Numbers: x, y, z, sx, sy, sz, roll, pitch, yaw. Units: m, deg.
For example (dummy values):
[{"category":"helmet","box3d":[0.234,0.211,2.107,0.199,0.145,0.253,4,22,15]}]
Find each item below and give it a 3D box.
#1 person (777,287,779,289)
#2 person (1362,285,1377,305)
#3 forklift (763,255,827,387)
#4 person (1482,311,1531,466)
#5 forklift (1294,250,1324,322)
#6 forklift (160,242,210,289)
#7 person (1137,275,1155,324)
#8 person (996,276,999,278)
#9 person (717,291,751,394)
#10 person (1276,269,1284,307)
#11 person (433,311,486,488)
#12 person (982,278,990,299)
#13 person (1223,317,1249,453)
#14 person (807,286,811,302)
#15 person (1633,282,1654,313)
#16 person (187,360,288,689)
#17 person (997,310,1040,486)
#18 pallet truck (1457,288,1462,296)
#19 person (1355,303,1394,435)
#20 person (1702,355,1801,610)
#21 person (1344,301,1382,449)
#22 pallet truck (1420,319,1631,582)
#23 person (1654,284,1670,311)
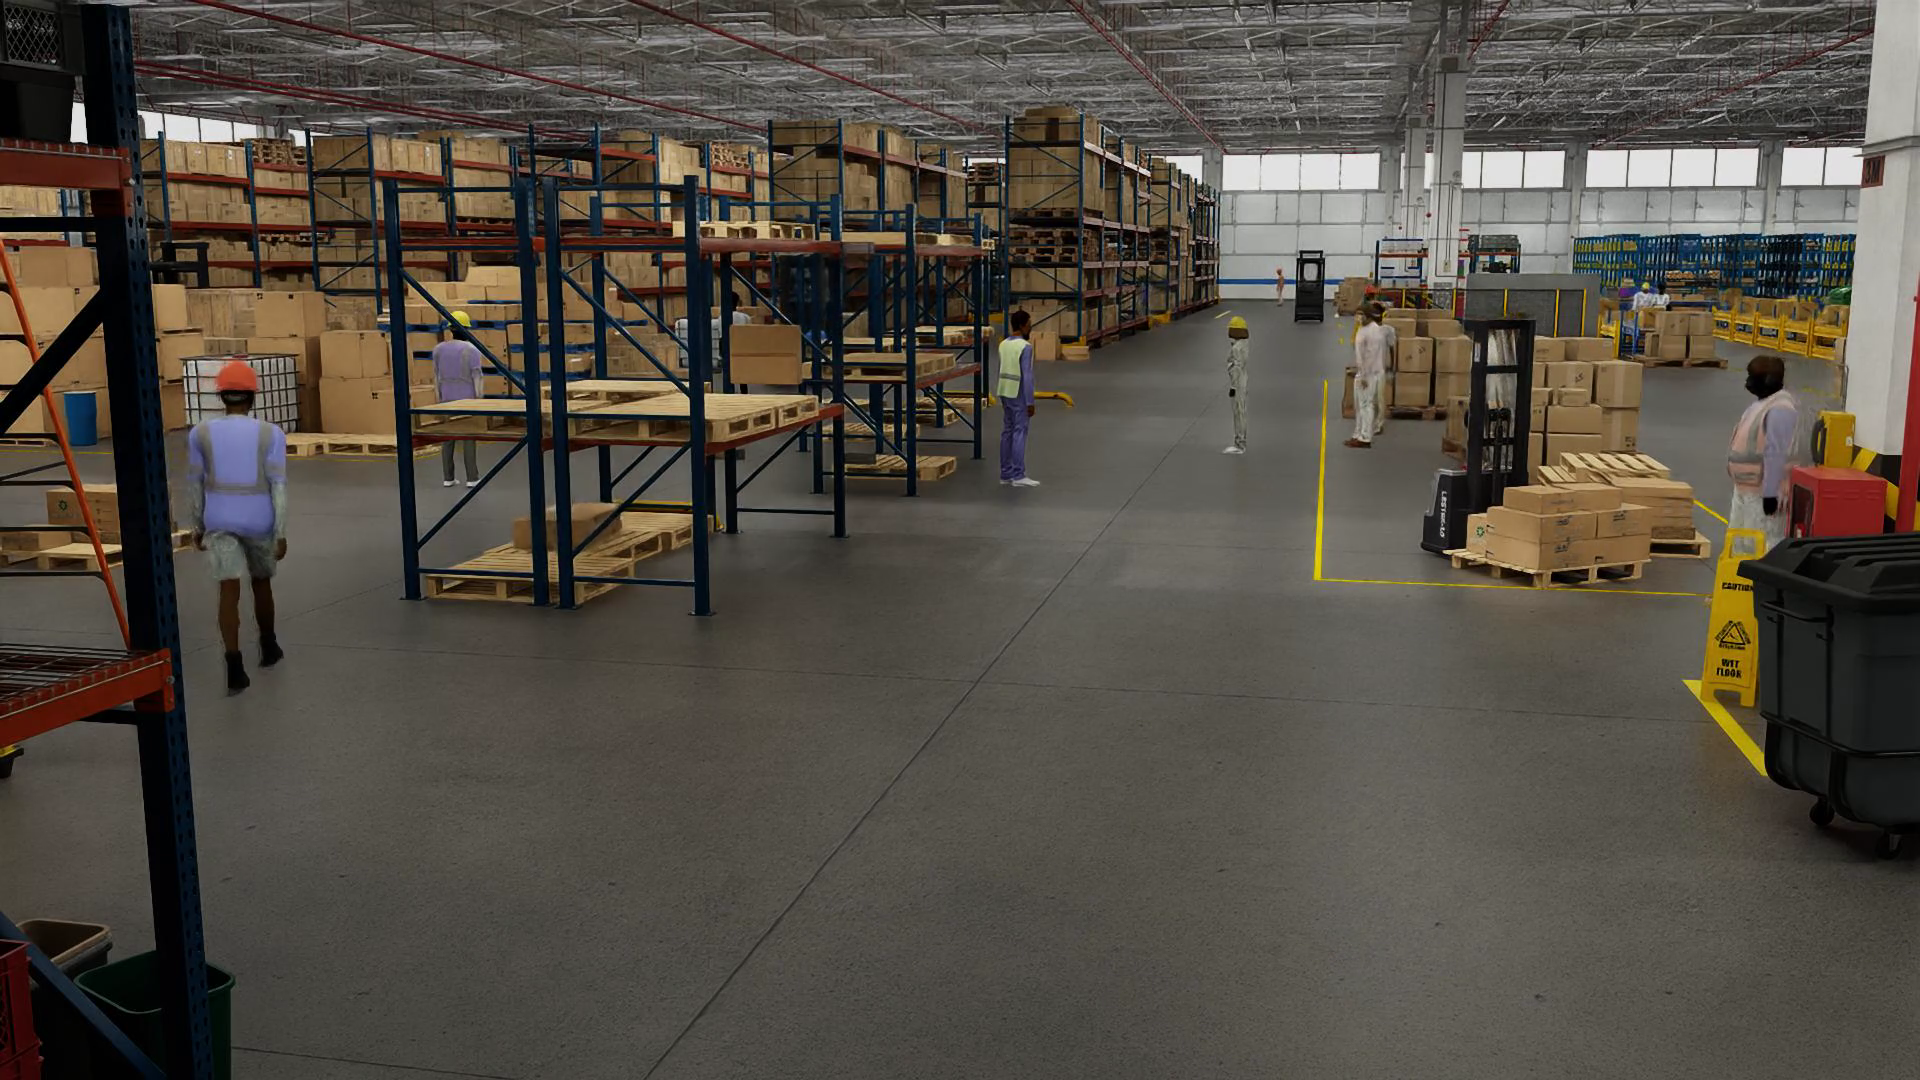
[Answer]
[{"category":"person","box3d":[-7.626,-10.229,70.464,0.281,1.633,0.500,3,10,20]},{"category":"person","box3d":[9.149,-4.688,36.859,0.873,1.908,0.553,2,10,9]},{"category":"forklift","box3d":[-3.074,-4.406,32.295,1.129,2.768,1.873,2,10,12]},{"category":"person","box3d":[5.924,-1.521,18.056,0.517,1.923,0.689,0,10,1]},{"category":"forklift","box3d":[13.778,-10.002,65.433,1.129,2.768,1.873,2,10,12]},{"category":"forklift","box3d":[-16.063,-4.810,34.690,1.129,2.768,1.873,2,10,12]},{"category":"person","box3d":[6.641,-8.591,59.921,0.626,1.920,0.646,0,10,-1]},{"category":"person","box3d":[2.086,-13.502,89.505,0.537,1.727,0.853,9,13,41]},{"category":"person","box3d":[-3.621,-2.987,26.598,0.367,1.966,0.607,9,13,44]},{"category":"person","box3d":[16.733,-13.216,87.119,0.413,1.985,0.637,0,10,1]},{"category":"person","box3d":[-5.436,-1.527,18.112,0.585,1.918,0.409,3,10,15]},{"category":"person","box3d":[1.347,-12.798,85.145,0.599,1.818,0.418,3,10,15]},{"category":"person","box3d":[3.539,-1.980,21.296,0.294,1.744,0.485,3,10,18]},{"category":"person","box3d":[-4.938,-8.021,56.705,0.613,1.867,0.989,0,10,2]},{"category":"person","box3d":[20.478,-6.840,49.867,0.595,1.811,0.647,2,10,10]},{"category":"person","box3d":[-4.232,-0.103,9.771,0.567,1.890,0.999,-3,10,-15]},{"category":"person","box3d":[0.613,-1.546,18.205,0.373,1.917,0.595,-5,11,-29]},{"category":"pallet truck","box3d":[20.506,-9.785,68.819,0.653,1.274,1.630,2,10,12]},{"category":"person","box3d":[5.869,-2.411,23.485,0.533,1.864,0.310,8,13,40]},{"category":"person","box3d":[5.624,-0.374,11.547,0.675,1.819,0.636,2,10,11]},{"category":"person","box3d":[5.308,-2.160,21.815,0.431,1.927,0.650,0,10,-1]},{"category":"pallet truck","box3d":[4.543,-0.757,13.299,0.823,1.965,1.885,-4,10,-22]},{"category":"person","box3d":[22.168,-7.253,52.664,0.553,1.684,0.363,3,10,16]}]
